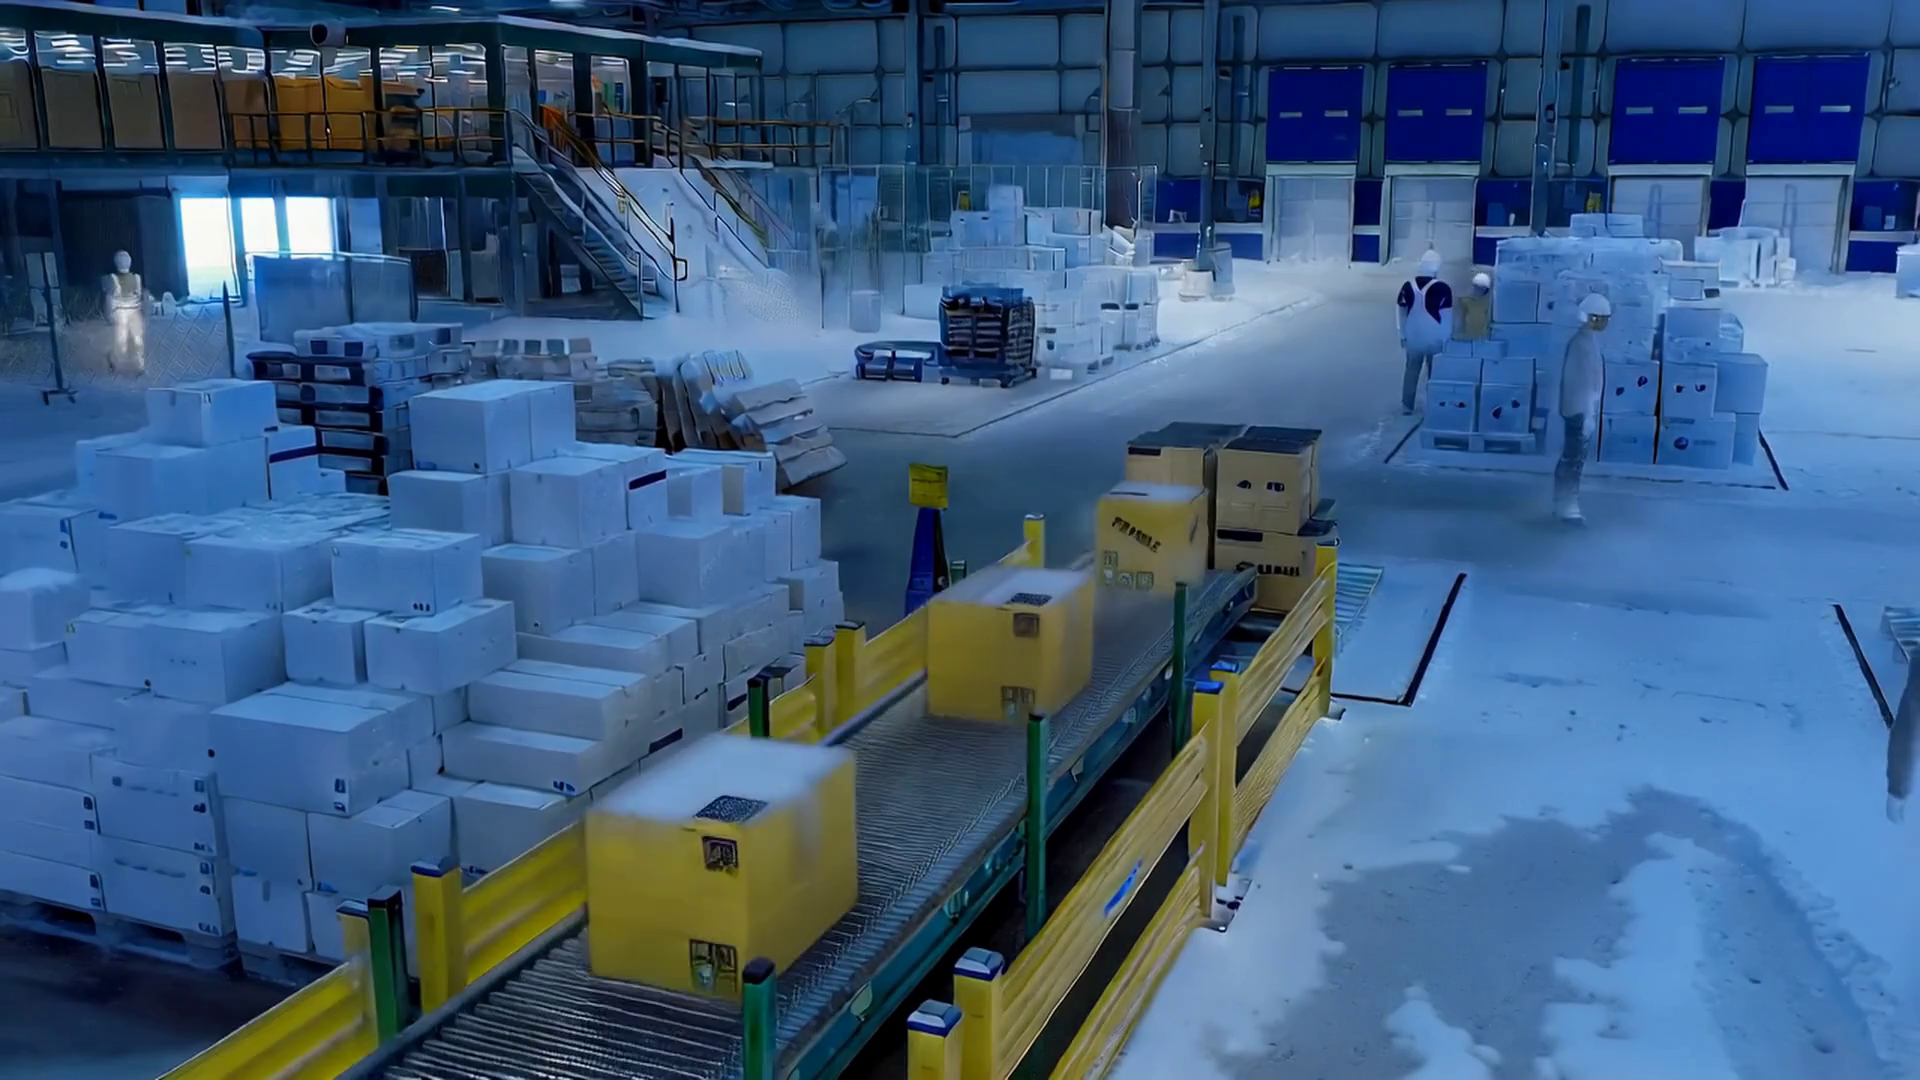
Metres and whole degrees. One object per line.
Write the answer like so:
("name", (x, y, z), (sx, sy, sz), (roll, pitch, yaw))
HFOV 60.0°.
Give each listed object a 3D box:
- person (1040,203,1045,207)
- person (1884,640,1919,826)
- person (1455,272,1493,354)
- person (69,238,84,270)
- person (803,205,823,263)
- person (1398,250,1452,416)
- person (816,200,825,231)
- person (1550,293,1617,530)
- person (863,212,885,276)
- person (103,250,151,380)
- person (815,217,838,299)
("person", (2.667, -9.914, 53.767), (0.605, 1.948, 0.387), (0, 13, 0))
("person", (3.530, 0.877, 5.699), (0.612, 1.808, 0.850), (5, 14, 21))
("person", (6.474, -2.492, 20.960), (0.576, 1.737, 0.649), (-4, 13, -16))
("person", (-19.995, -6.260, 37.551), (0.657, 1.865, 0.979), (0, 13, -2))
("person", (-4.604, -9.913, 53.948), (1.020, 1.876, 0.601), (7, 14, 27))
("person", (5.741, -2.526, 20.414), (0.674, 2.000, 0.535), (12, 17, 42))
("person", (-4.735, -10.541, 56.511), (0.550, 1.974, 0.625), (3, 13, 13))
("person", (5.279, -1.092, 14.086), (0.396, 1.993, 0.618), (2, 13, 8))
("person", (-2.478, -8.496, 47.685), (0.635, 1.825, 0.718), (-5, 14, -23))
("person", (-12.078, -3.247, 24.056), (0.700, 1.865, 0.589), (8, 15, 33))
("person", (-3.120, -6.657, 39.227), (0.551, 1.915, 0.835), (5, 14, 22))
